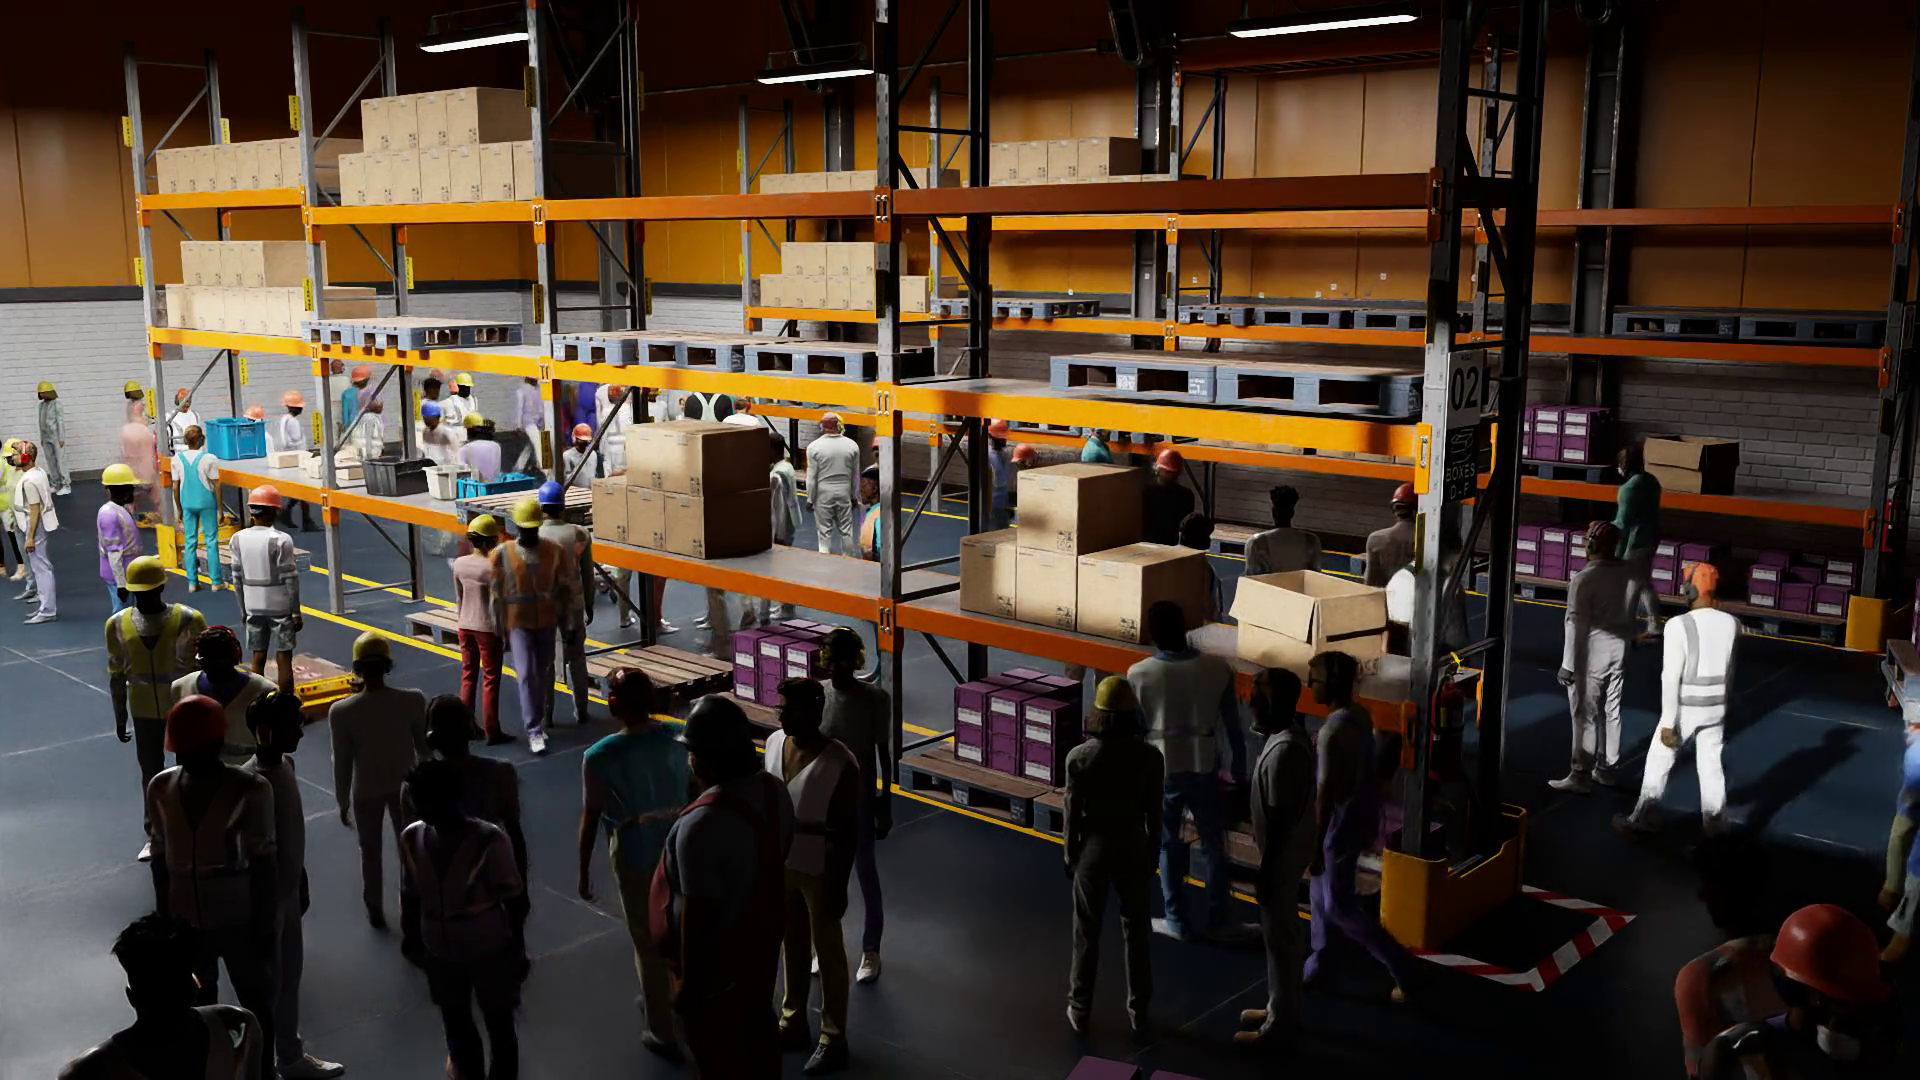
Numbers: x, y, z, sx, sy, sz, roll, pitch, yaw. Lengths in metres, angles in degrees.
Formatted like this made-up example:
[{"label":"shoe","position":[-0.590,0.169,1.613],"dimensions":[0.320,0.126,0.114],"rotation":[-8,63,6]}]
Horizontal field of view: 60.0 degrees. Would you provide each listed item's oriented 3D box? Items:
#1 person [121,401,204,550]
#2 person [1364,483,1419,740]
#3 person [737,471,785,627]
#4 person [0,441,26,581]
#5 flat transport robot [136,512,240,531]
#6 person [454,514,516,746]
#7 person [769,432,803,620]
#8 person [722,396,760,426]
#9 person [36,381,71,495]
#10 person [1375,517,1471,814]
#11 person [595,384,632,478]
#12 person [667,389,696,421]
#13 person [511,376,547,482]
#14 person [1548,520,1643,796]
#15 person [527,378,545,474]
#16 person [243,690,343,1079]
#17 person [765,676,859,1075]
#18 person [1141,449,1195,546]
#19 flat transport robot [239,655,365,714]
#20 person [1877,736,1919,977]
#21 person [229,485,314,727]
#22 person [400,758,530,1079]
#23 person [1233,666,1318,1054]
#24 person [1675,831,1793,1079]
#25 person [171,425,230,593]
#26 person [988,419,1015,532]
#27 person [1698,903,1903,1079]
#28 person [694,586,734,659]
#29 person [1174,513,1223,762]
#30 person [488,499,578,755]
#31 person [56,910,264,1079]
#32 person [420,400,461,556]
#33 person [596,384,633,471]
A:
[{"label":"person","position":[-10.073,-0.803,20.741],"dimensions":[0.641,1.845,1.039],"rotation":[8,13,38]},{"label":"person","position":[3.390,0.556,12.692],"dimensions":[0.610,1.989,0.392],"rotation":[4,11,22]},{"label":"person","position":[-2.038,-0.050,16.435],"dimensions":[0.625,1.874,0.438],"rotation":[-5,11,-25]},{"label":"person","position":[-10.850,-0.368,18.784],"dimensions":[0.530,1.689,0.322],"rotation":[2,10,10]},{"label":"flat transport robot","position":[-10.264,-0.257,22.147],"dimensions":[1.431,0.197,0.652],"rotation":[6,11,29]},{"label":"person","position":[-3.610,0.679,12.658],"dimensions":[0.518,1.756,0.350],"rotation":[5,11,27]},{"label":"person","position":[-1.804,-0.145,16.897],"dimensions":[0.409,1.906,0.604],"rotation":[-1,10,-5]},{"label":"person","position":[-2.883,-1.008,21.980],"dimensions":[0.569,1.836,0.381],"rotation":[5,11,26]},{"label":"person","position":[-13.836,-1.550,25.322],"dimensions":[0.486,1.736,0.323],"rotation":[4,11,22]},{"label":"person","position":[3.105,0.826,11.020],"dimensions":[0.699,2.000,0.582],"rotation":[-8,13,-36]},{"label":"person","position":[-5.295,-1.703,25.605],"dimensions":[0.636,1.938,0.358],"rotation":[4,11,21]},{"label":"person","position":[-4.497,-2.000,26.998],"dimensions":[0.676,2.000,0.536],"rotation":[5,11,28]},{"label":"person","position":[-6.900,-1.879,26.754],"dimensions":[0.990,1.894,0.629],"rotation":[5,11,27]},{"label":"person","position":[4.377,0.809,11.499],"dimensions":[0.643,1.909,0.409],"rotation":[-6,12,-31]},{"label":"person","position":[-7.031,-2.079,27.740],"dimensions":[0.359,1.936,0.632],"rotation":[-5,11,-27]},{"label":"person","position":[-3.001,1.570,7.336],"dimensions":[0.333,1.860,0.510],"rotation":[0,10,2]},{"label":"person","position":[-0.690,1.515,7.669],"dimensions":[0.564,1.848,0.388],"rotation":[9,13,41]},{"label":"person","position":[1.823,0.132,15.178],"dimensions":[0.616,1.957,0.575],"rotation":[-2,10,-9]},{"label":"flat transport robot","position":[-5.544,1.190,13.963],"dimensions":[1.431,0.197,0.652],"rotation":[10,14,44]},{"label":"person","position":[4.461,1.497,7.410],"dimensions":[0.732,1.972,0.859],"rotation":[-2,10,-9]},{"label":"person","position":[-5.388,0.530,13.012],"dimensions":[0.542,1.929,0.368],"rotation":[2,10,11]},{"label":"person","position":[-2.077,1.712,7.019],"dimensions":[0.579,1.679,0.374],"rotation":[3,10,15]},{"label":"person","position":[1.500,1.493,7.823],"dimensions":[0.342,1.840,0.503],"rotation":[3,11,18]},{"label":"person","position":[2.572,1.905,5.341],"dimensions":[0.620,1.903,1.012],"rotation":[-3,10,-14]},{"label":"person","position":[-8.299,-0.339,18.160],"dimensions":[0.510,1.846,0.341],"rotation":[-1,10,-5]},{"label":"person","position":[0.406,-0.367,18.148],"dimensions":[0.404,1.919,0.645],"rotation":[9,13,41]},{"label":"person","position":[2.295,1.966,4.565],"dimensions":[0.609,2.044,0.393],"rotation":[-2,10,-14]},{"label":"person","position":[-2.309,0.150,15.300],"dimensions":[0.631,1.891,0.600],"rotation":[4,11,19]},{"label":"person","position":[1.710,0.713,12.242],"dimensions":[0.429,1.838,0.621],"rotation":[-3,11,-19]},{"label":"person","position":[-3.171,0.644,12.468],"dimensions":[0.596,1.892,0.844],"rotation":[-6,12,-31]},{"label":"person","position":[-2.201,1.981,4.700],"dimensions":[0.361,1.963,0.617],"rotation":[7,12,35]},{"label":"person","position":[-6.336,-0.796,20.595],"dimensions":[0.649,1.916,0.815],"rotation":[6,12,31]},{"label":"person","position":[-4.831,-1.269,23.364],"dimensions":[0.456,1.867,0.567],"rotation":[5,11,26]}]
